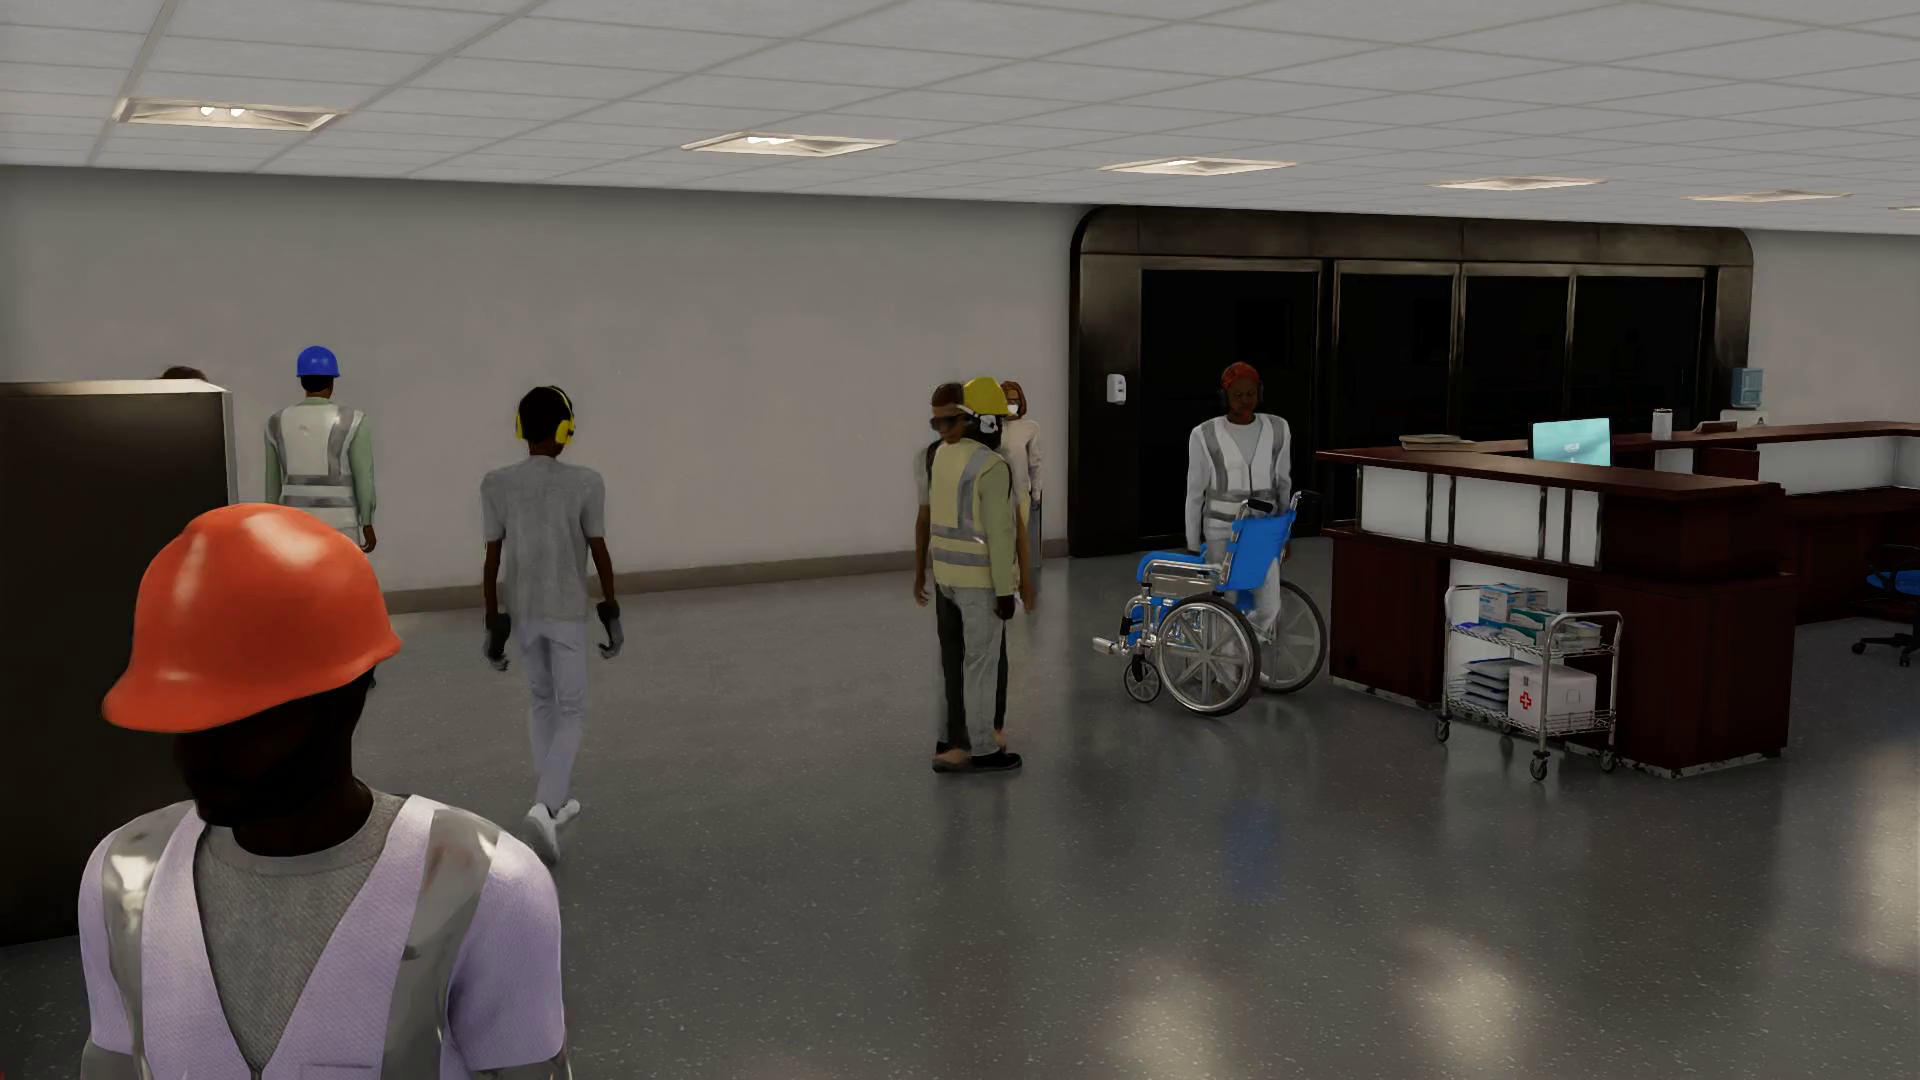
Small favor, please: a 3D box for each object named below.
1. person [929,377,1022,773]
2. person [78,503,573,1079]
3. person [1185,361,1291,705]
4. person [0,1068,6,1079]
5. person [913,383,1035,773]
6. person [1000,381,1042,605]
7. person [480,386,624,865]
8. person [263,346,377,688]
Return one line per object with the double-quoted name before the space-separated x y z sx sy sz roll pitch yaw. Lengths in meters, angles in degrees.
"person" 0.074 0.159 7.724 0.403 1.824 0.598 -5 9 -31
"person" -0.703 0.916 1.825 0.551 1.932 0.377 1 8 5
"person" 1.496 -0.028 8.924 0.606 1.862 0.471 -1 8 -10
"person" -2.044 0.847 3.070 0.675 1.729 0.528 -3 8 -19
"person" 0.051 0.170 7.742 0.611 1.807 0.800 2 8 15
"person" 0.344 -0.332 11.995 0.504 1.627 0.285 -1 8 -7
"person" -1.621 0.314 6.537 0.517 1.837 0.817 1 8 7
"person" -3.558 -0.110 9.285 0.621 1.935 0.436 1 8 6
